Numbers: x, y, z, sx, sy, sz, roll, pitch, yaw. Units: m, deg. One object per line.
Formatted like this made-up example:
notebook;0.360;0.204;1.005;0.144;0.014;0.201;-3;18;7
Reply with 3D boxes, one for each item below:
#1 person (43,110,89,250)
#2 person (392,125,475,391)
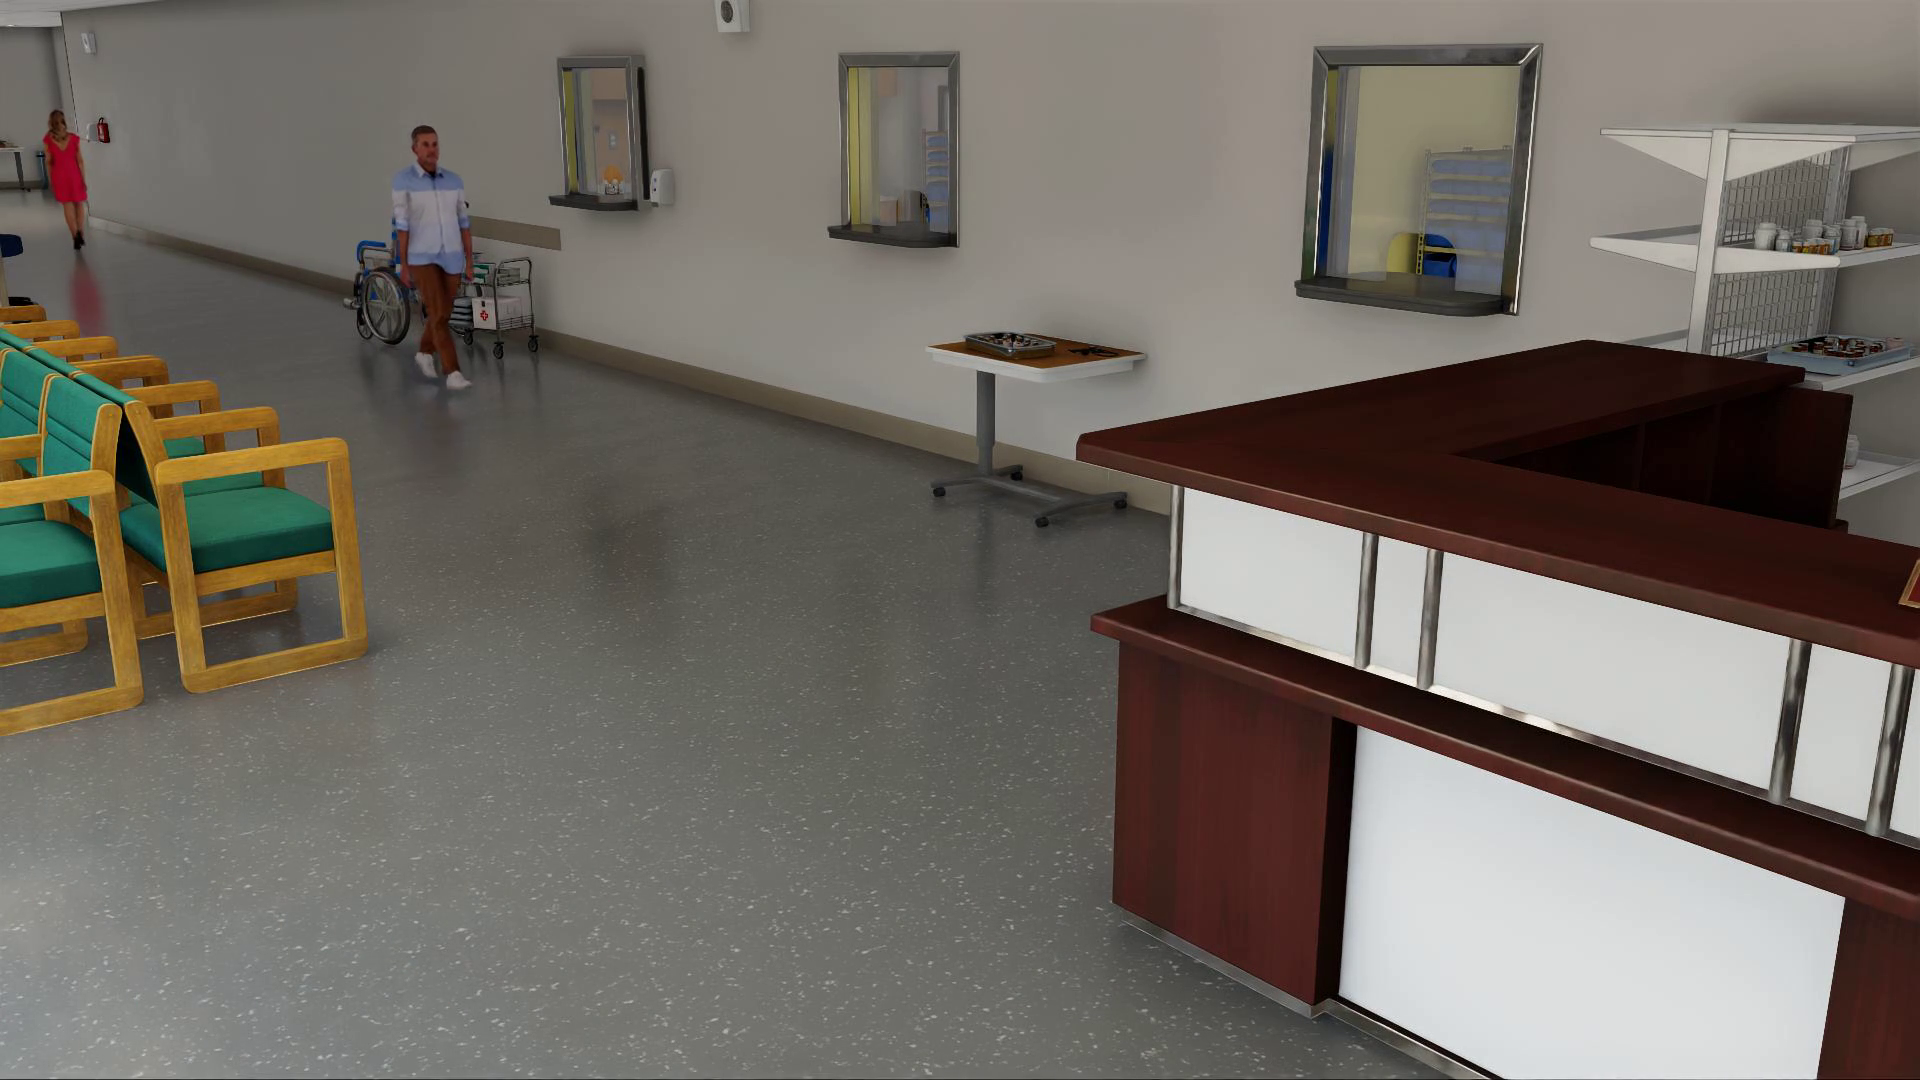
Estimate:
person;-11.194;-4.506;20.854;0.680;1.711;0.721;-8;18;-27
person;-3.727;-1.969;11.696;1.115;1.797;0.809;-15;22;-42
